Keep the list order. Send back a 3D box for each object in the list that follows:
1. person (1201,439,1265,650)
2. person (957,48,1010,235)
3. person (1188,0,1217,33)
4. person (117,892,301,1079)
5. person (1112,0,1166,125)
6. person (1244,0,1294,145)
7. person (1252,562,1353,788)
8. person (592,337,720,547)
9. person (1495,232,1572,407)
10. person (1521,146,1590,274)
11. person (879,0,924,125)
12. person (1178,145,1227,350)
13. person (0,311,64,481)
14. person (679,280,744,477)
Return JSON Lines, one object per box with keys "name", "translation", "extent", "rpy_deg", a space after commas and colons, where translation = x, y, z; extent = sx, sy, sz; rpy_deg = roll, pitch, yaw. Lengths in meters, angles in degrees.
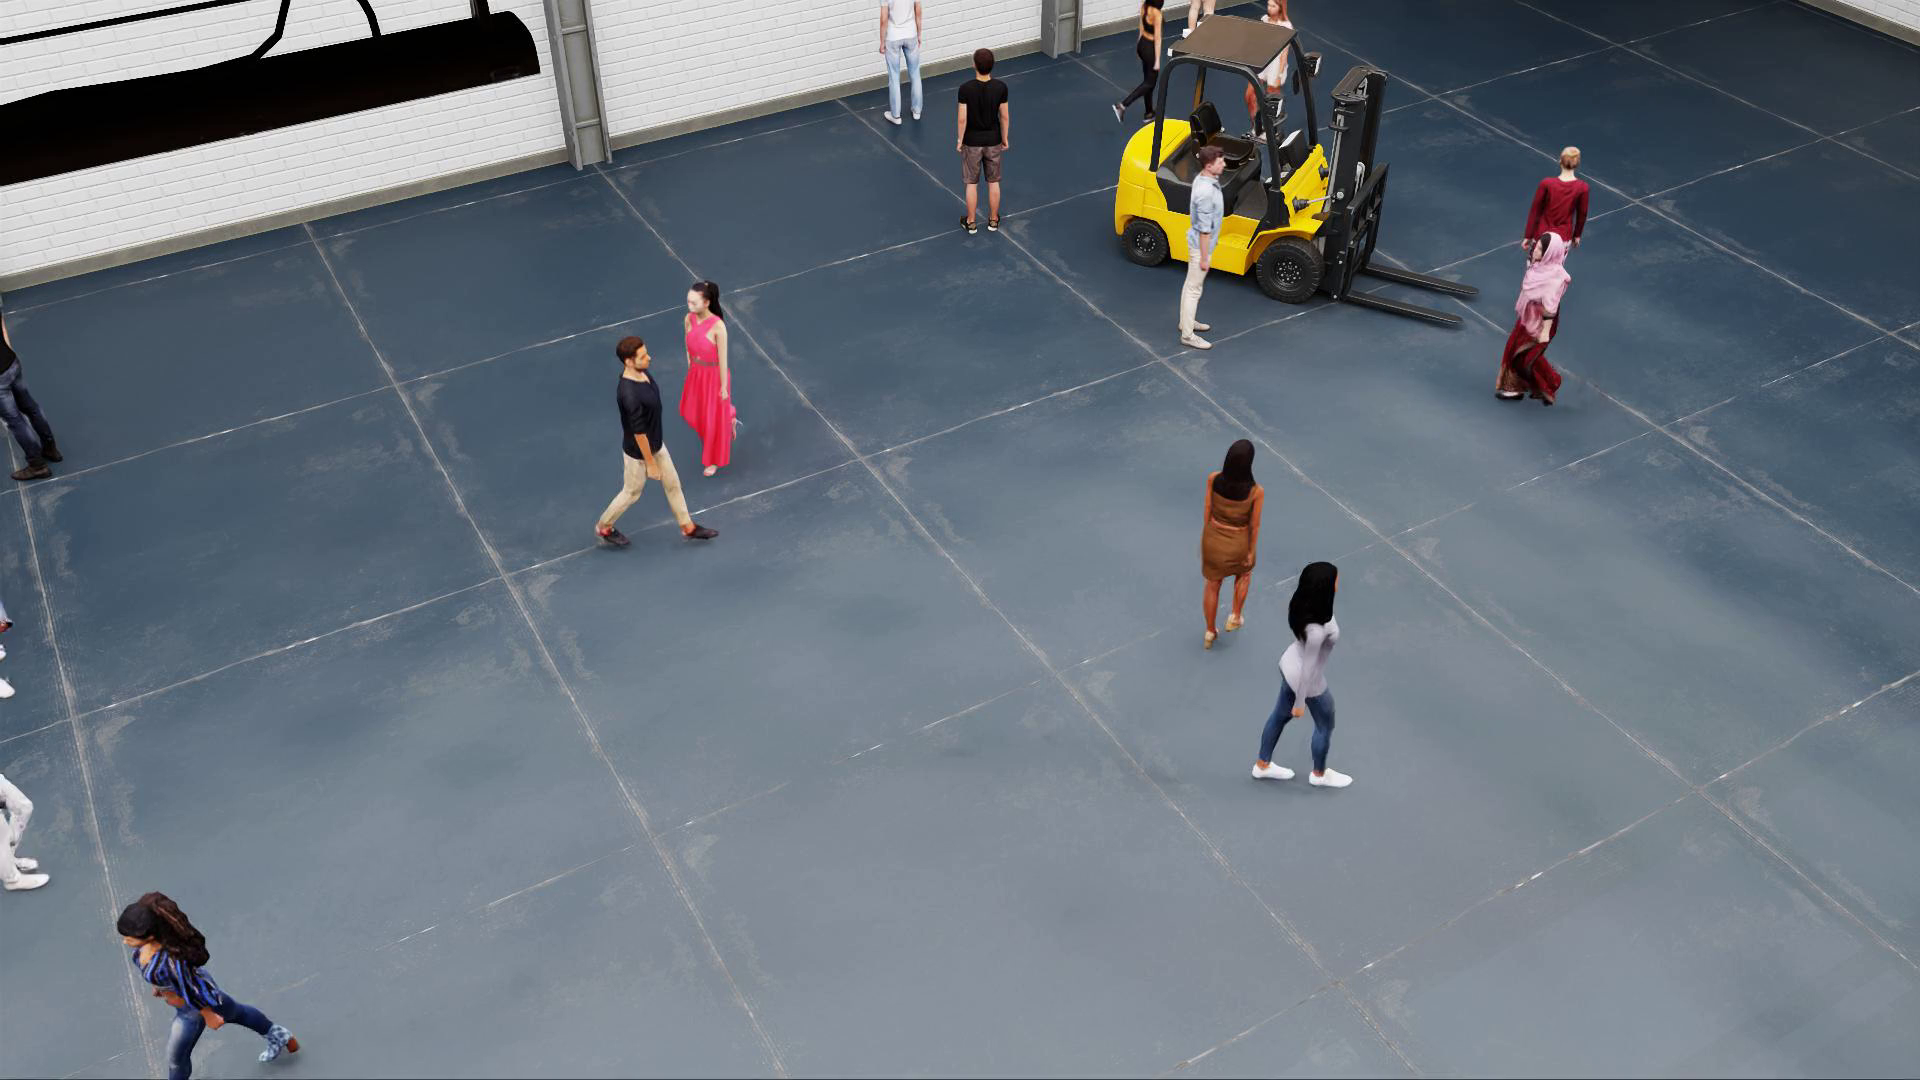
{"name": "person", "translation": [1.794, 0.080, 11.325], "extent": [0.710, 1.675, 0.770], "rpy_deg": [13, 41, 16]}
{"name": "person", "translation": [0.211, -3.866, 16.116], "extent": [0.652, 1.863, 0.810], "rpy_deg": [-6, 39, -7]}
{"name": "person", "translation": [2.913, -6.653, 19.776], "extent": [0.632, 1.649, 0.658], "rpy_deg": [18, 42, 21]}
{"name": "person", "translation": [-3.883, 2.338, 8.581], "extent": [1.106, 1.571, 0.754], "rpy_deg": [-25, 45, -28]}
{"name": "person", "translation": [1.984, -5.275, 18.065], "extent": [0.942, 1.631, 0.610], "rpy_deg": [-16, 41, -19]}
{"name": "person", "translation": [3.370, -5.040, 17.731], "extent": [0.681, 1.681, 0.643], "rpy_deg": [-29, 47, -31]}
{"name": "person", "translation": [2.023, 0.861, 10.317], "extent": [0.978, 1.712, 0.863], "rpy_deg": [0, 39, 0]}
{"name": "person", "translation": [-2.410, -0.667, 12.145], "extent": [1.267, 1.818, 1.071], "rpy_deg": [2, 39, 2]}
{"name": "person", "translation": [4.843, -1.818, 13.747], "extent": [0.887, 1.618, 0.827], "rpy_deg": [1, 39, 2]}
{"name": "person", "translation": [5.245, -2.653, 14.739], "extent": [0.909, 1.684, 0.969], "rpy_deg": [10, 40, 12]}
{"name": "person", "translation": [-0.639, -5.462, 18.124], "extent": [0.533, 1.850, 0.740], "rpy_deg": [-14, 41, -17]}
{"name": "person", "translation": [2.103, -2.585, 14.523], "extent": [0.764, 1.847, 0.733], "rpy_deg": [5, 39, 6]}
{"name": "person", "translation": [-7.462, -1.320, 12.900], "extent": [0.765, 1.896, 0.749], "rpy_deg": [3, 39, 4]}
{"name": "person", "translation": [-1.901, -1.282, 12.999], "extent": [0.773, 1.714, 0.880], "rpy_deg": [23, 44, 26]}
